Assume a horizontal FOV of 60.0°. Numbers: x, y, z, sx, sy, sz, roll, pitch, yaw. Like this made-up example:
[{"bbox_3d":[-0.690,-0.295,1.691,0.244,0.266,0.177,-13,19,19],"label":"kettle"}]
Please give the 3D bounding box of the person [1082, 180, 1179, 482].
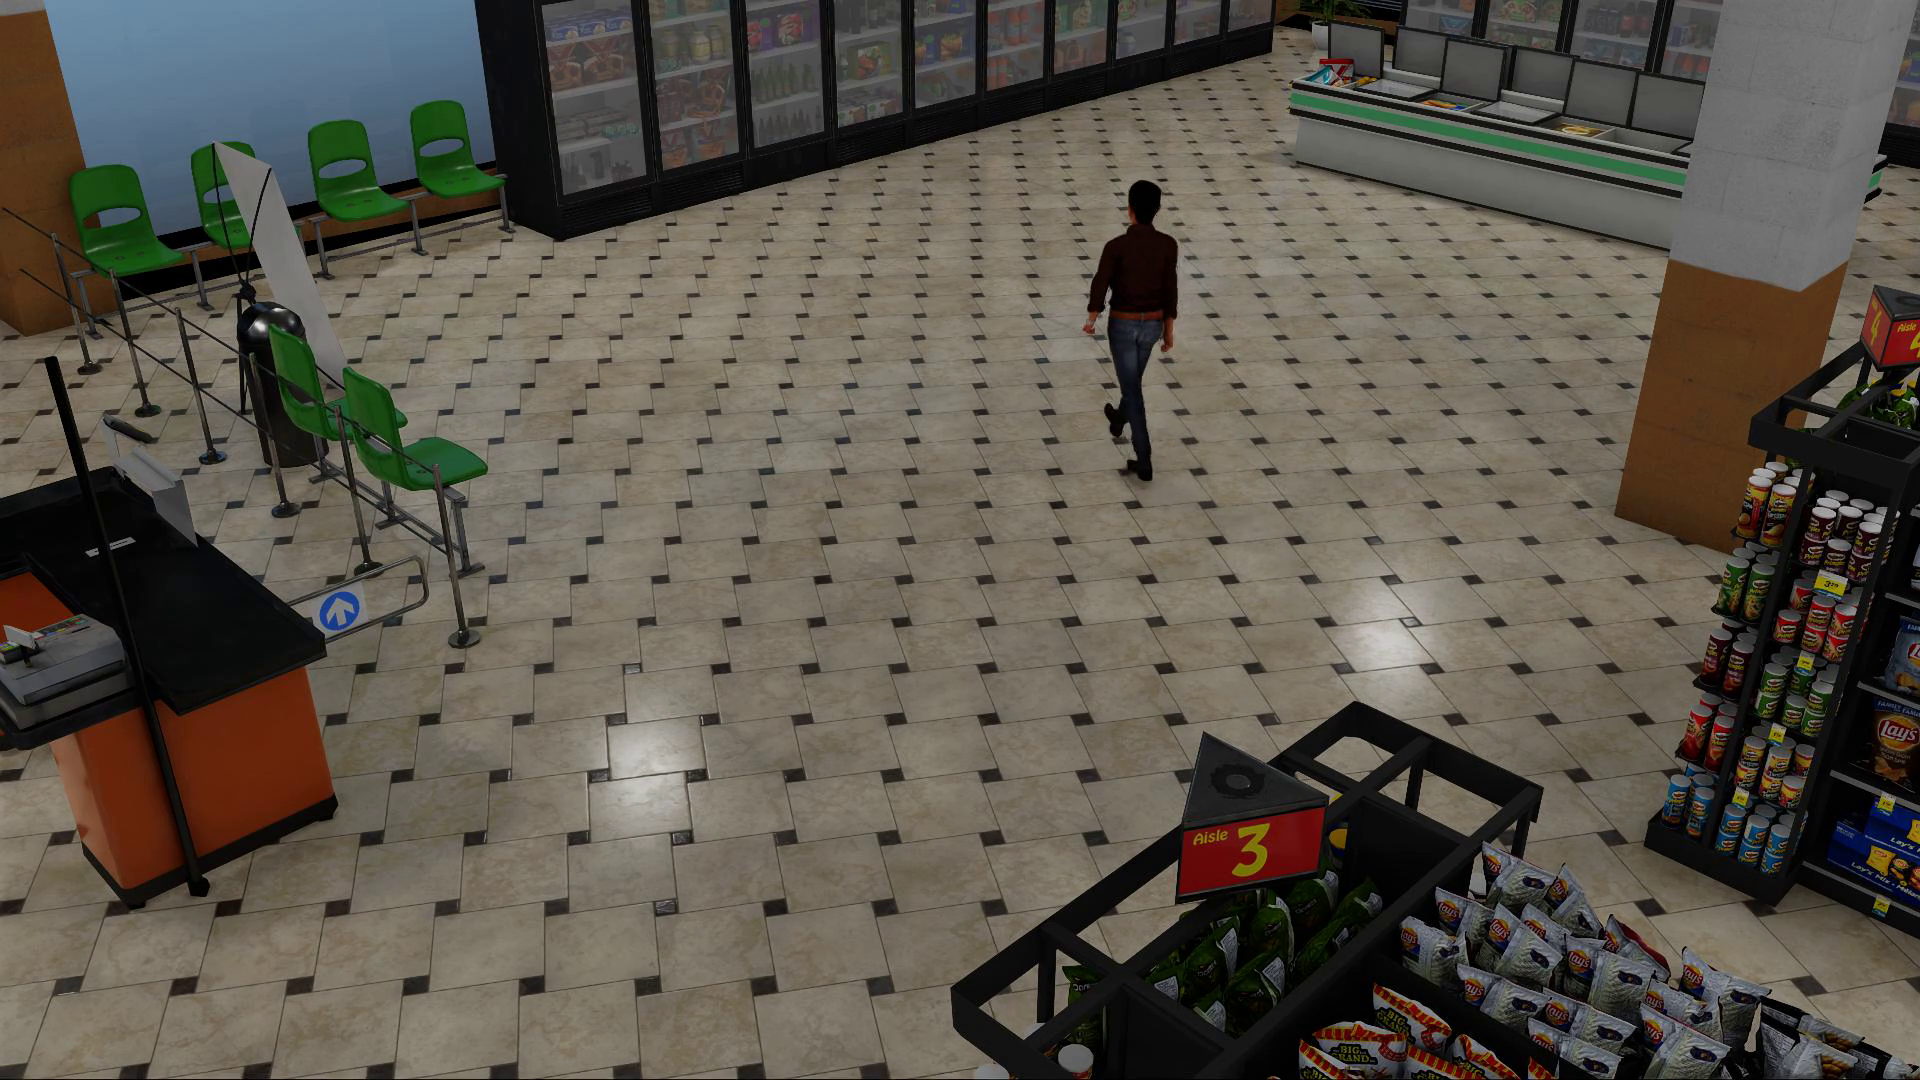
[{"bbox_3d":[1.059,-1.184,9.809,0.973,1.727,1.209,-9,30,-17],"label":"person"}]
